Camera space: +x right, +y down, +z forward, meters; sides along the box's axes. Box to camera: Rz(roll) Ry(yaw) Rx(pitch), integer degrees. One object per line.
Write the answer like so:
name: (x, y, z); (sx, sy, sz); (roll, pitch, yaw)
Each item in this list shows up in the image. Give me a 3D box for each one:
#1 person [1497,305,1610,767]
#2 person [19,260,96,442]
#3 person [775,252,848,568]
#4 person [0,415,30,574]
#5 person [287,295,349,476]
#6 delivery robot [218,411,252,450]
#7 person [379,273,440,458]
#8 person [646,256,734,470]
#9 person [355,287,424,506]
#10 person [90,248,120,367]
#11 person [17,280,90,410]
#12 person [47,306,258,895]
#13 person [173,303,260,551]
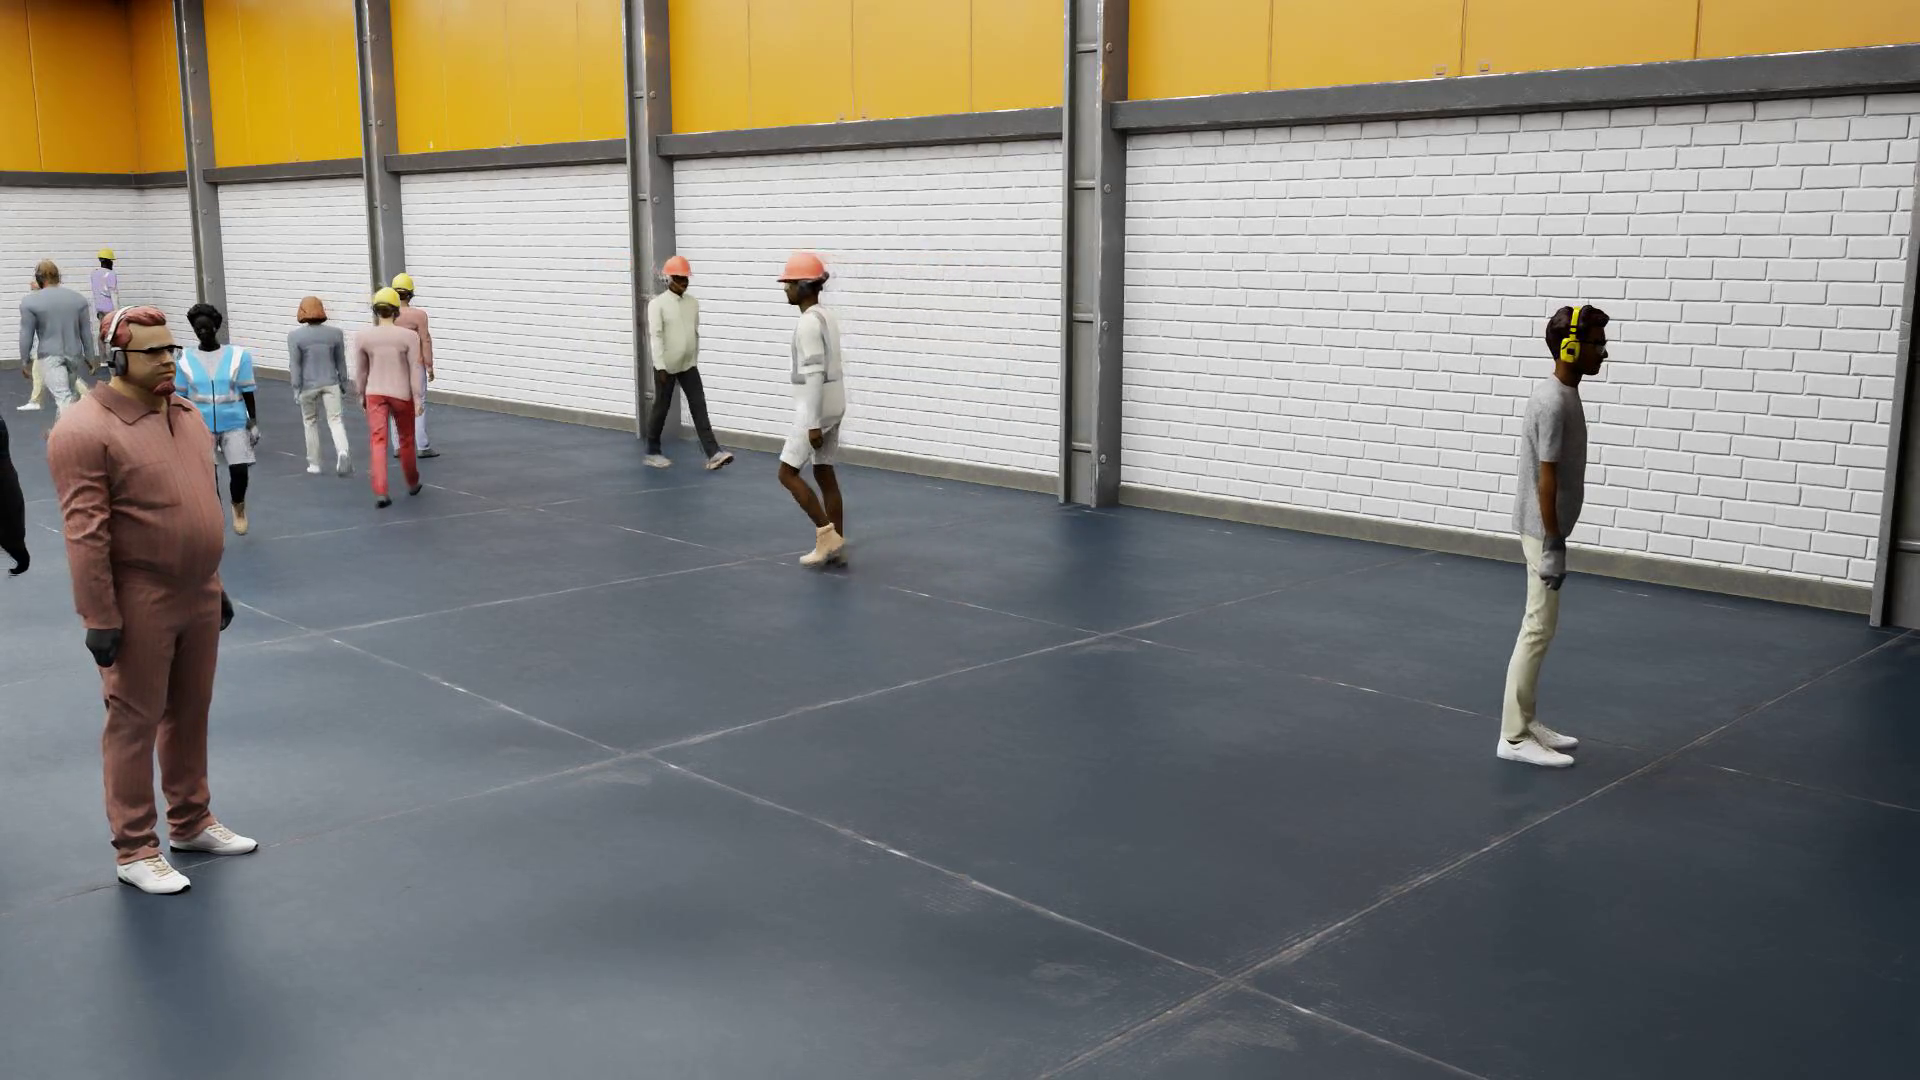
person: (2.399, -0.014, 6.725); (0.323, 1.861, 0.512); (4, 11, 22)
person: (-8.824, -1.762, 16.188); (1.039, 1.877, 0.642); (7, 12, 33)
person: (-0.929, -0.804, 10.575); (0.477, 2.029, 0.617); (2, 11, 10)
person: (-3.978, 0.058, 6.469); (0.626, 1.802, 0.897); (-4, 11, -20)
person: (-5.662, -1.360, 14.733); (0.504, 1.610, 0.742); (-7, 12, -33)
delivery robot: (-7.112, -1.117, 16.032); (0.477, 0.478, 0.707); (0, 10, 0)
person: (-5.289, -1.661, 15.944); (0.532, 1.772, 0.300); (2, 11, 11)
person: (-2.541, -1.596, 15.114); (1.036, 1.934, 0.658); (9, 13, 39)
person: (-4.561, -1.156, 13.324); (0.539, 1.715, 0.932); (-1, 10, -6)
person: (-13.753, -3.739, 26.874); (0.588, 1.918, 0.397); (7, 12, 32)
person: (-11.181, -2.407, 20.478); (0.824, 1.598, 0.512); (-5, 11, -24)
person: (-2.629, 0.188, 5.487); (0.408, 1.906, 0.654); (2, 11, 12)
person: (-5.060, -0.769, 11.307); (0.543, 1.679, 0.431); (-4, 11, -21)
